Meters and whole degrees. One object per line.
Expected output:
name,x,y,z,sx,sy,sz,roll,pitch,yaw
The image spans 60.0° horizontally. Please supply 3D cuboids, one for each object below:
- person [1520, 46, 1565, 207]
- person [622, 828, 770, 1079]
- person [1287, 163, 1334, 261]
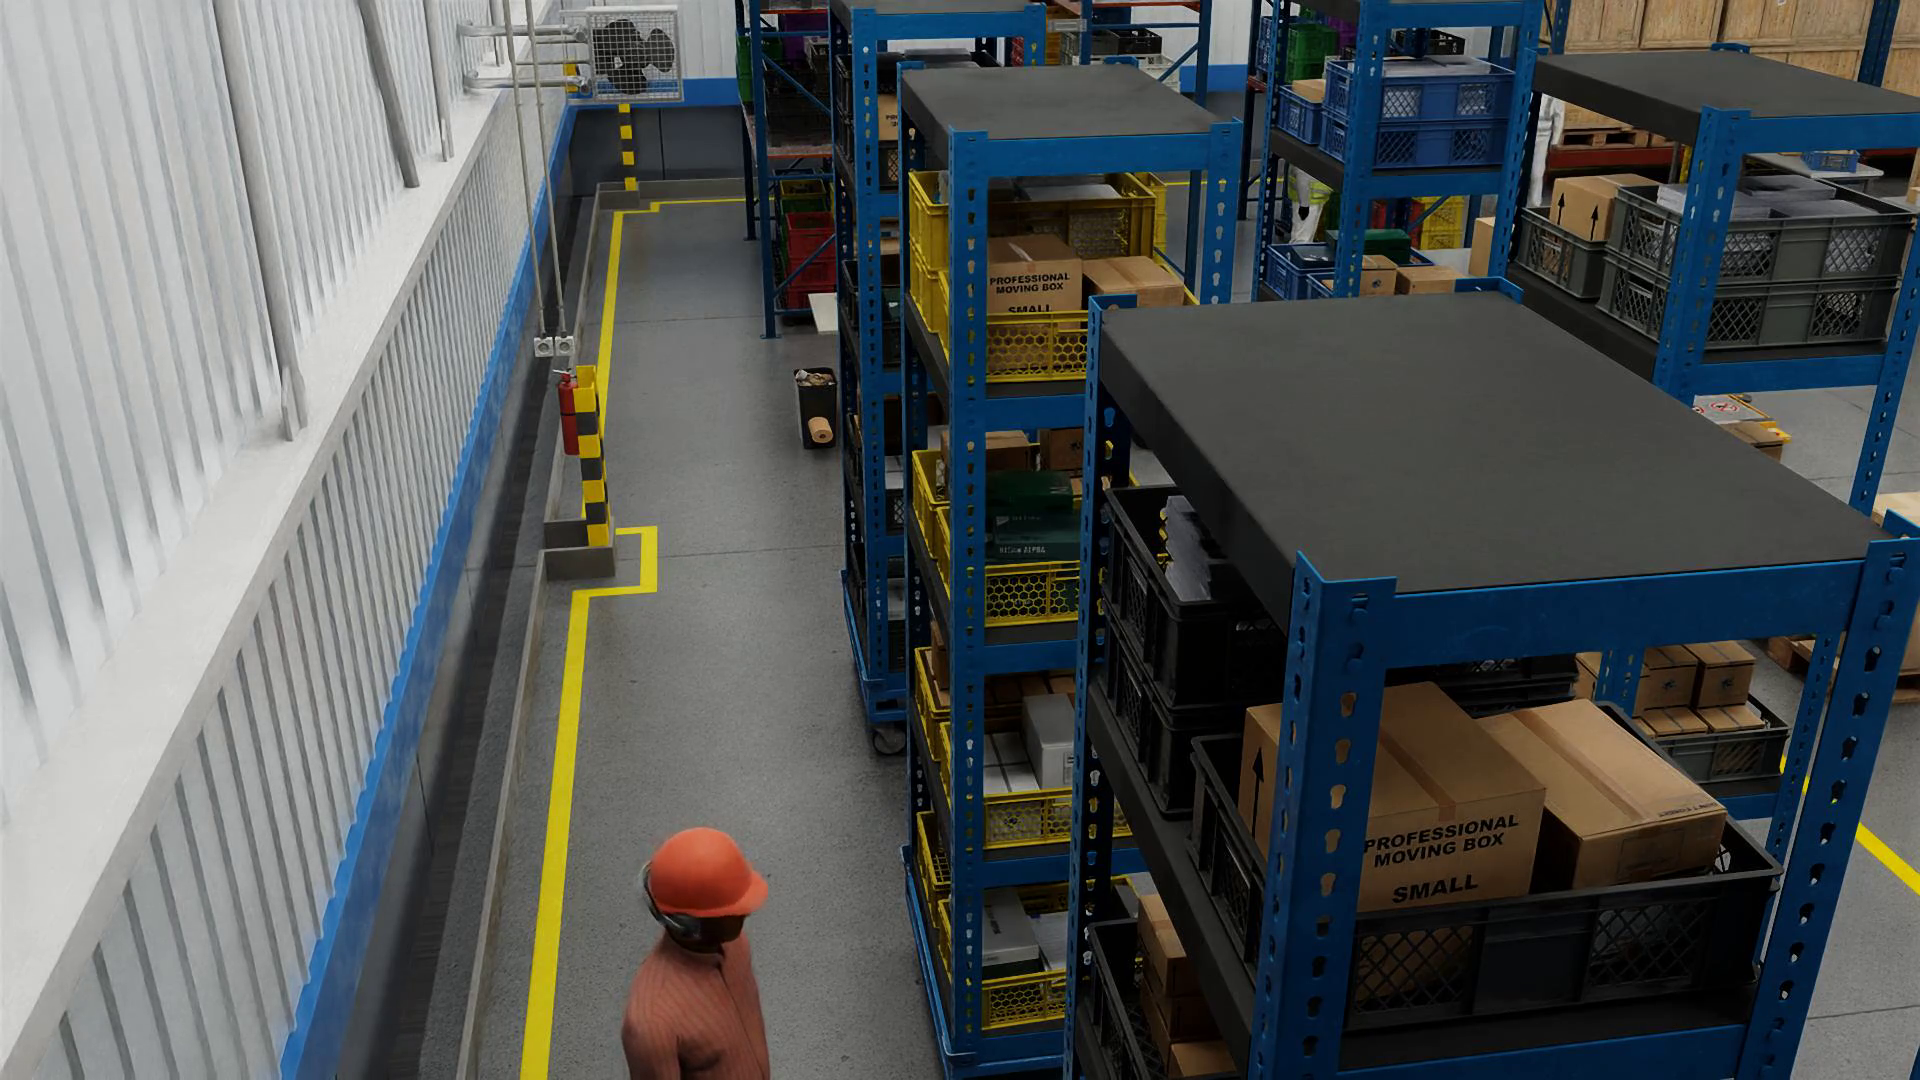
person,6.047,-4.258,17.604,0.585,1.882,0.337,14,28,28
person,-0.684,1.651,4.630,0.391,1.991,0.625,5,25,11
person,3.207,-3.128,15.197,0.429,1.846,0.625,10,27,21
